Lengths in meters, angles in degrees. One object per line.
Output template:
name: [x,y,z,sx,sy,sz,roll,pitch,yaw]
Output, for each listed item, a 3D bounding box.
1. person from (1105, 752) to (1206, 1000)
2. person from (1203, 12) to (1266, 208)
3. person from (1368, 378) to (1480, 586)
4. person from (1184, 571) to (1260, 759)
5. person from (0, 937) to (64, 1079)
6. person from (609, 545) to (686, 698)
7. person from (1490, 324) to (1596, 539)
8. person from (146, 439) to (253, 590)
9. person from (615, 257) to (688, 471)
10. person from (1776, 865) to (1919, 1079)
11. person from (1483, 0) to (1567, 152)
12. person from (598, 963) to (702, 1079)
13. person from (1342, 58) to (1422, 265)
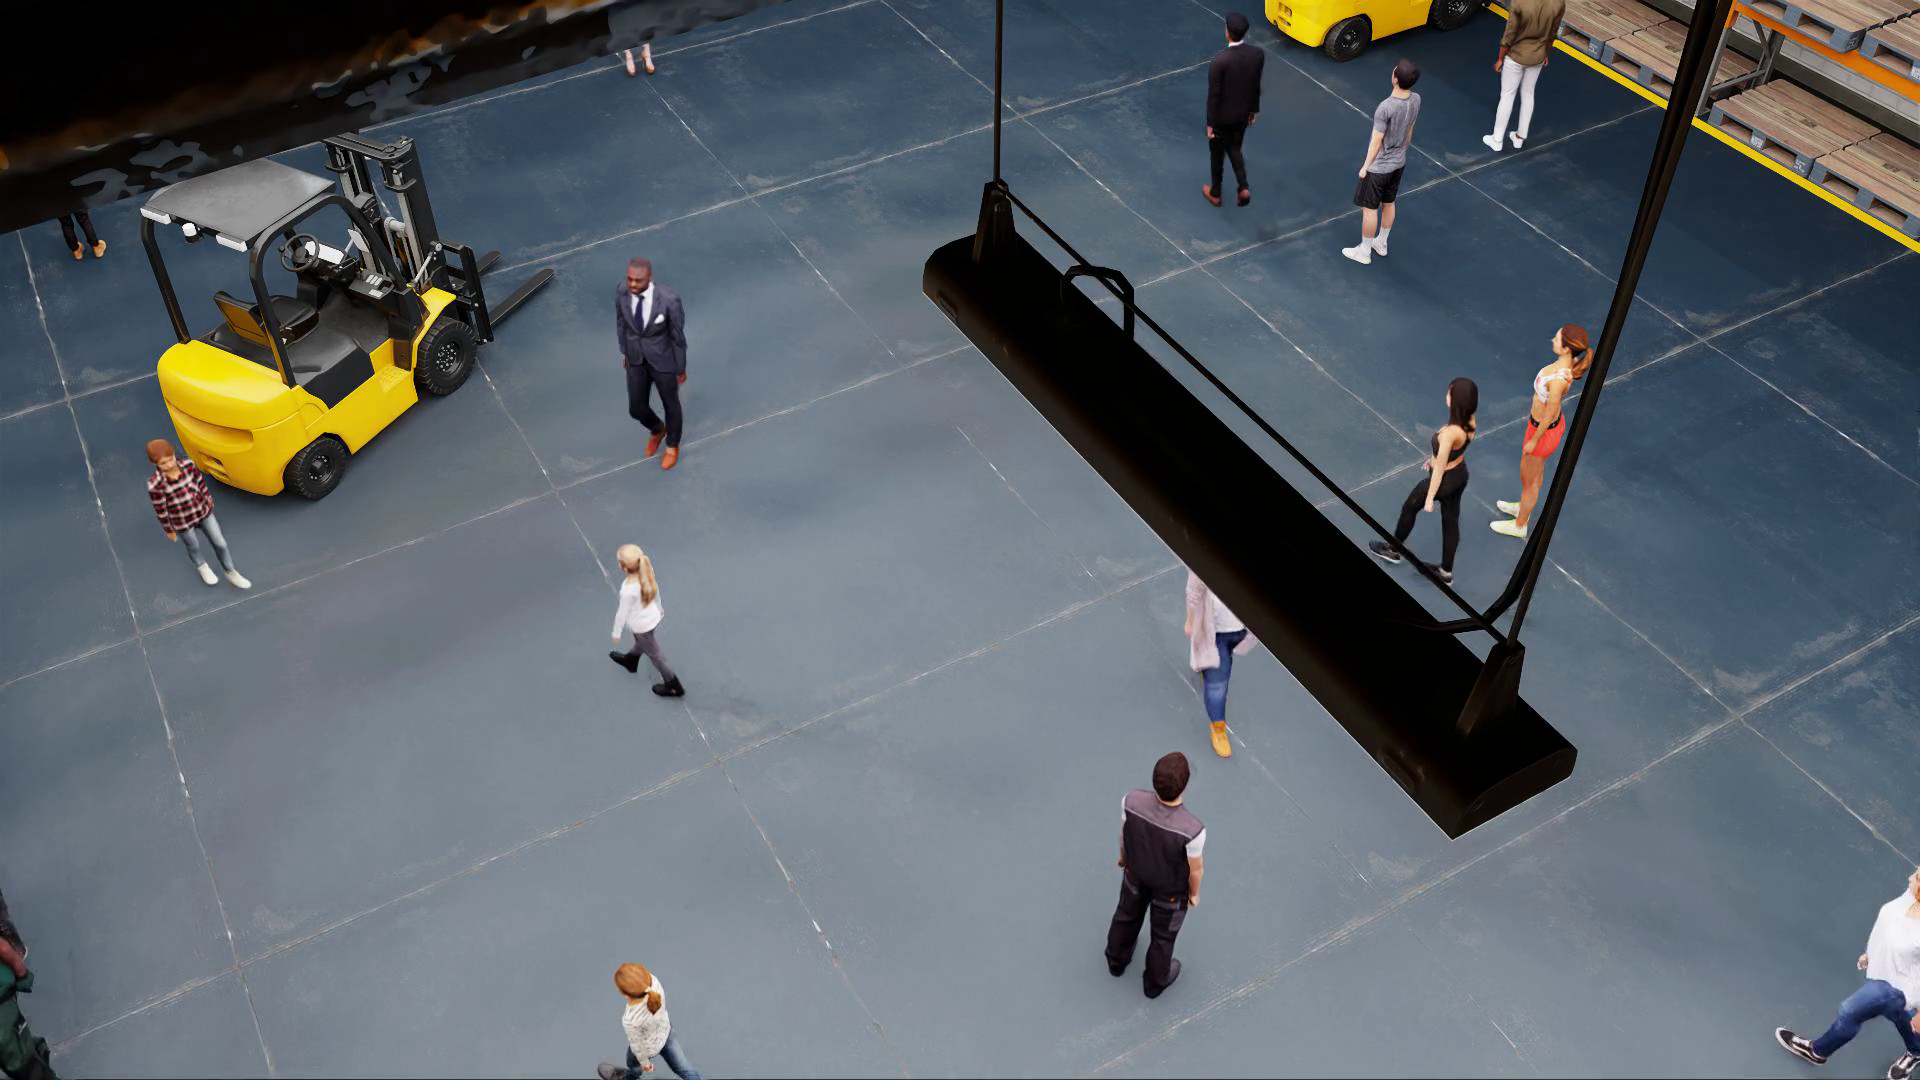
person: [1.053,1.798,8.911,0.676,1.843,0.800,26,50,25]
person: [2.434,-3.724,14.691,0.793,1.867,0.942,-15,46,-16]
person: [3.379,-0.346,11.333,0.699,1.607,0.926,-35,53,-31]
person: [1.644,0.454,10.423,0.893,1.703,1.169,-8,44,-9]
person: [-4.996,2.266,8.437,0.771,1.819,0.880,-12,45,-12]
person: [-1.963,0.551,10.648,0.893,1.253,0.801,13,45,14]
person: [4.087,-0.763,11.637,0.715,1.792,0.675,20,47,20]
person: [-5.333,-0.213,11.423,0.784,1.291,0.667,32,52,29]
person: [-2.232,-1.365,12.253,0.815,1.813,0.873,11,45,11]
person: [4.932,2.273,8.544,1.101,1.662,0.988,11,45,11]
person: [5.278,-4.505,15.541,0.792,1.825,0.732,-5,44,-6]
person: [-1.511,2.575,8.503,0.974,1.282,0.791,20,47,20]
person: [3.630,-3.213,14.151,0.671,1.871,0.563,-25,49,-24]
